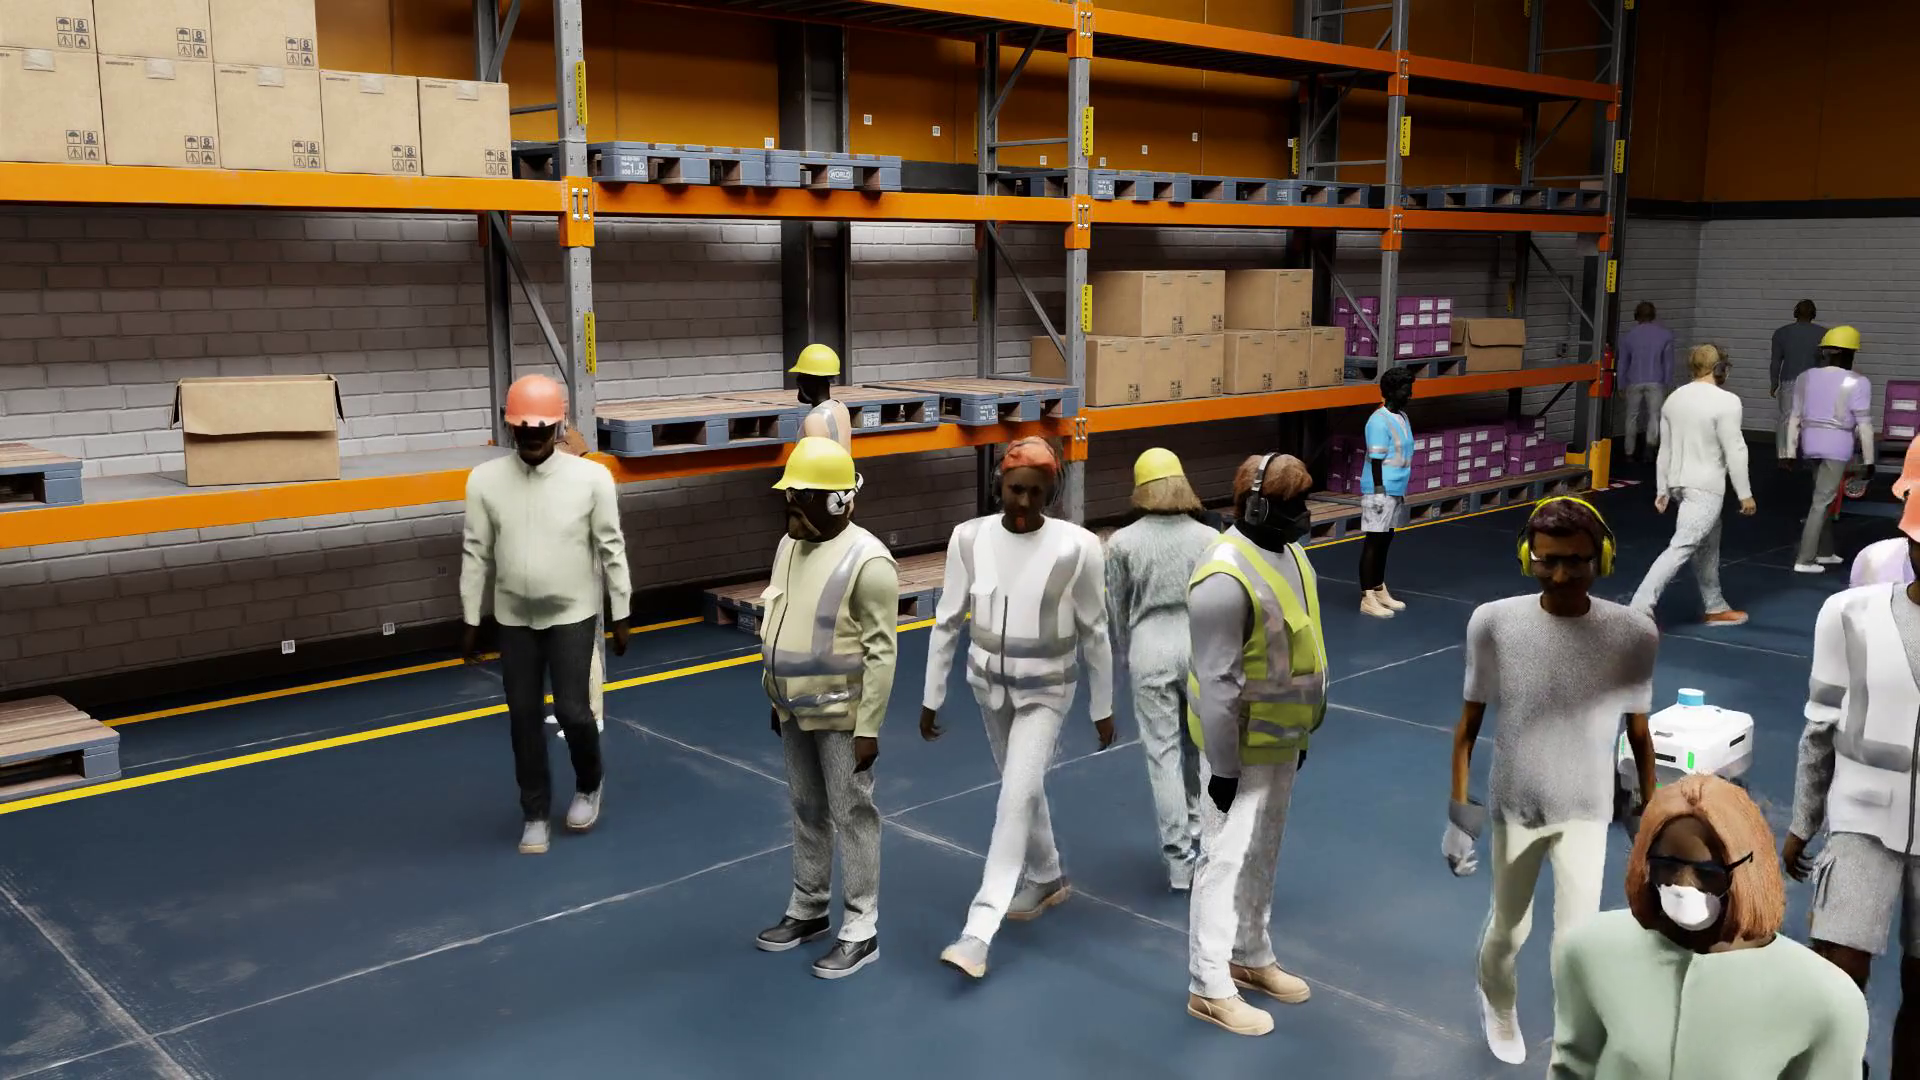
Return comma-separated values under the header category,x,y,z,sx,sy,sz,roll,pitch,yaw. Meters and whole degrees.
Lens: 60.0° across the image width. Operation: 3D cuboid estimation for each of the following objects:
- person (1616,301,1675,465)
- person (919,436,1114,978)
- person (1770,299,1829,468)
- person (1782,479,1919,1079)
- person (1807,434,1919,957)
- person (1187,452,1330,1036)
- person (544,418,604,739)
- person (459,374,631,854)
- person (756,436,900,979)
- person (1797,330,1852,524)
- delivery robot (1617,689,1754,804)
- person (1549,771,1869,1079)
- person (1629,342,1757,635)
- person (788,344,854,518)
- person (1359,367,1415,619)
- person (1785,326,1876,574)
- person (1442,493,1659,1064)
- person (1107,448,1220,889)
category,x,y,z,sx,sy,sz,roll,pitch,yaw
person,8.004,-1.839,19.477,0.642,1.917,0.786,4,10,20
person,0.174,0.549,5.755,0.609,1.816,1.022,6,11,32
person,9.652,-1.793,19.134,0.628,1.940,0.377,8,13,39
person,2.433,0.757,4.254,0.587,1.919,0.457,6,11,31
person,2.469,0.689,4.346,0.717,2.019,0.626,-5,11,-26
person,0.938,0.633,5.262,0.432,1.836,0.619,6,11,31
person,-1.991,0.185,8.472,0.277,1.628,0.501,-4,11,-23
person,-1.686,0.306,6.747,0.664,1.970,0.479,0,10,1
person,-0.469,0.560,5.661,0.403,1.835,0.588,-8,13,-41
person,7.872,-1.015,15.088,0.522,1.768,0.312,-8,13,-40
delivery robot,3.151,0.889,7.207,0.477,0.478,0.707,9,13,44
person,1.259,1.156,2.841,0.507,1.602,0.770,7,12,36
person,4.721,-0.330,10.734,1.018,1.897,0.643,-2,10,-10
person,-0.804,-0.169,9.649,0.356,1.930,0.587,1,10,8
person,2.892,-0.328,11.279,0.322,1.692,0.533,6,12,33
person,6.735,-0.685,12.751,0.798,1.893,0.605,-5,11,-26
person,1.657,0.749,4.645,0.594,1.819,0.951,3,10,17
person,0.832,0.478,6.616,0.503,1.668,0.902,0,10,-2
